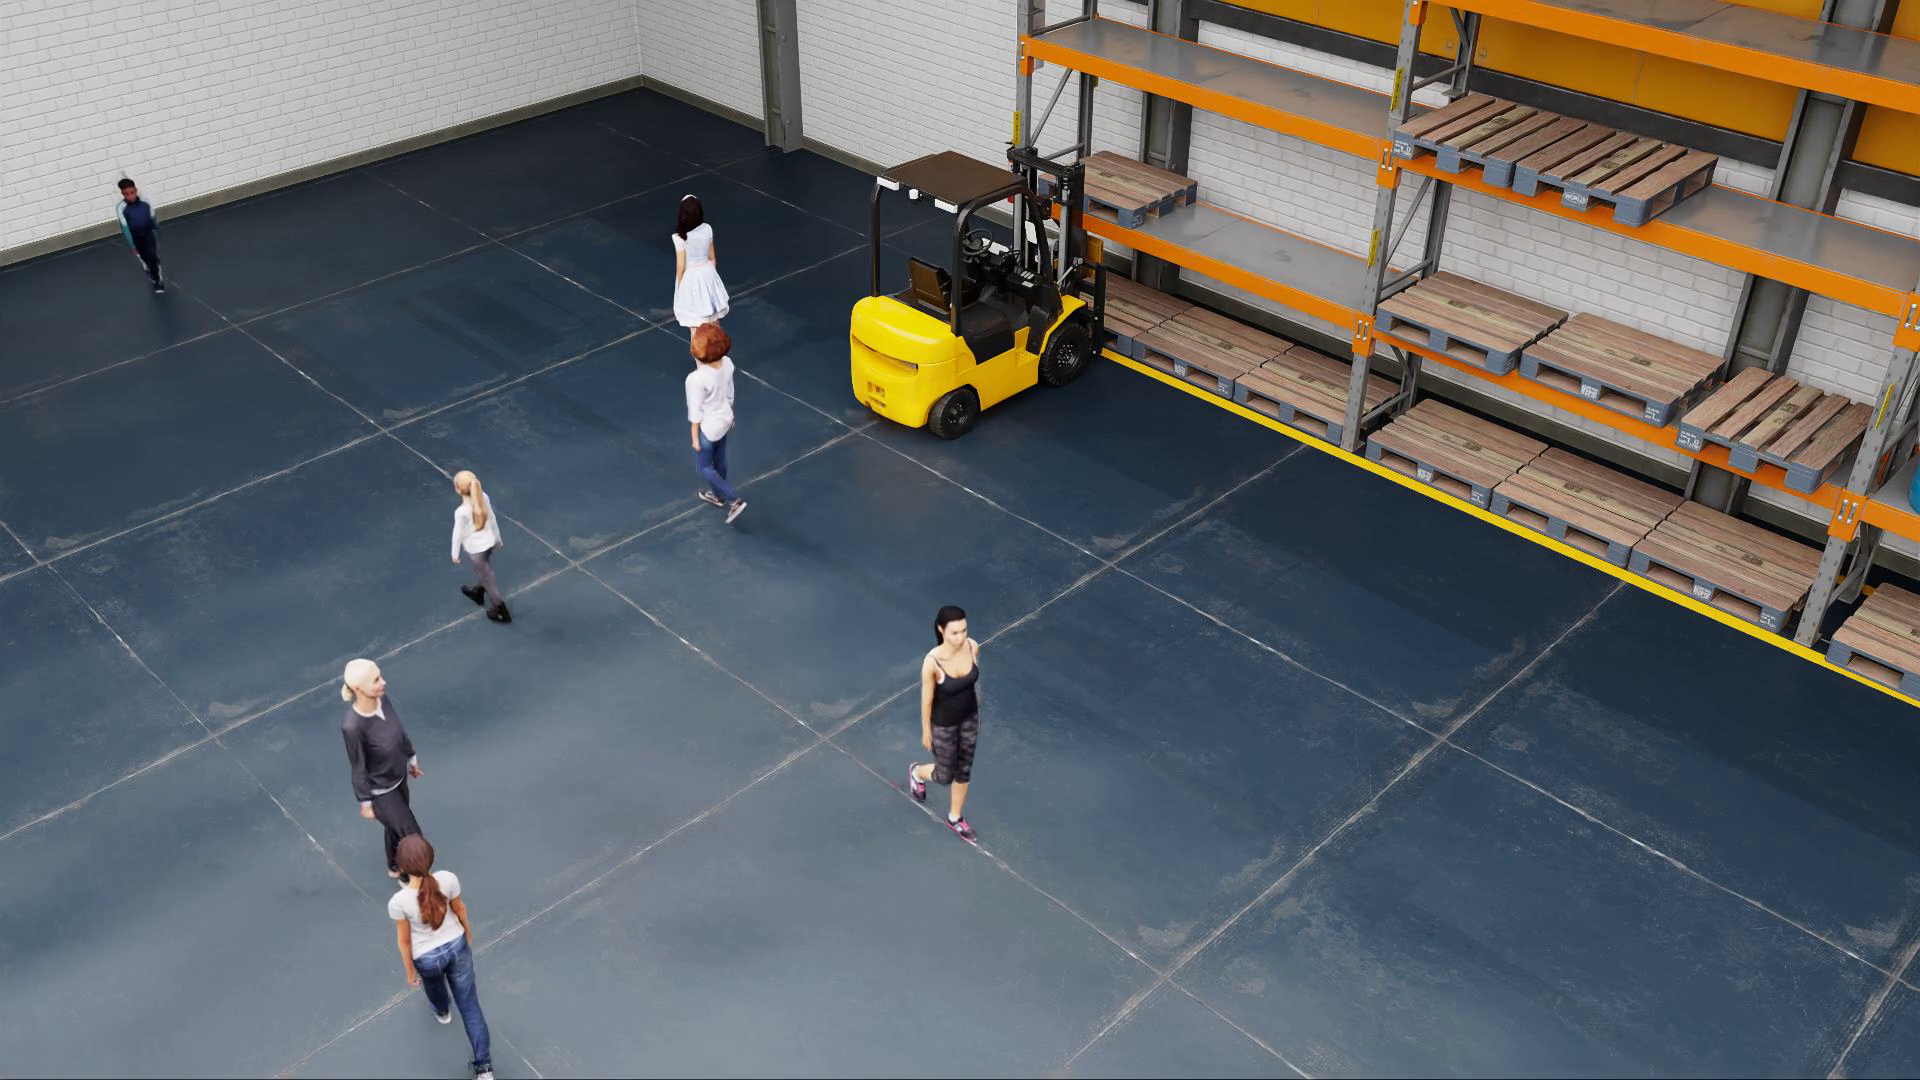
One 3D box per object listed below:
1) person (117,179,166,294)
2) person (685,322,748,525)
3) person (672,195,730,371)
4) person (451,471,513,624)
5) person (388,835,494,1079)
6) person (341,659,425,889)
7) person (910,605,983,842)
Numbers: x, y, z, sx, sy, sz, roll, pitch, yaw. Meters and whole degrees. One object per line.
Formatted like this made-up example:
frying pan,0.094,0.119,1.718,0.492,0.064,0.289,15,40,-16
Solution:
person,-8.428,-3.162,17.141,0.664,1.211,0.964,-20,39,-28
person,-1.931,-0.923,13.334,0.954,1.695,0.747,21,39,28
person,-2.397,-2.301,15.297,0.730,1.818,0.754,-23,40,-30
person,-3.478,0.073,12.228,0.836,1.261,0.642,17,37,24
person,-2.711,2.215,8.768,0.720,1.525,1.129,-19,38,-26
person,-3.473,1.406,9.816,0.793,1.712,0.749,4,34,5
person,-0.096,1.089,10.290,0.620,1.715,0.839,-24,40,-31
